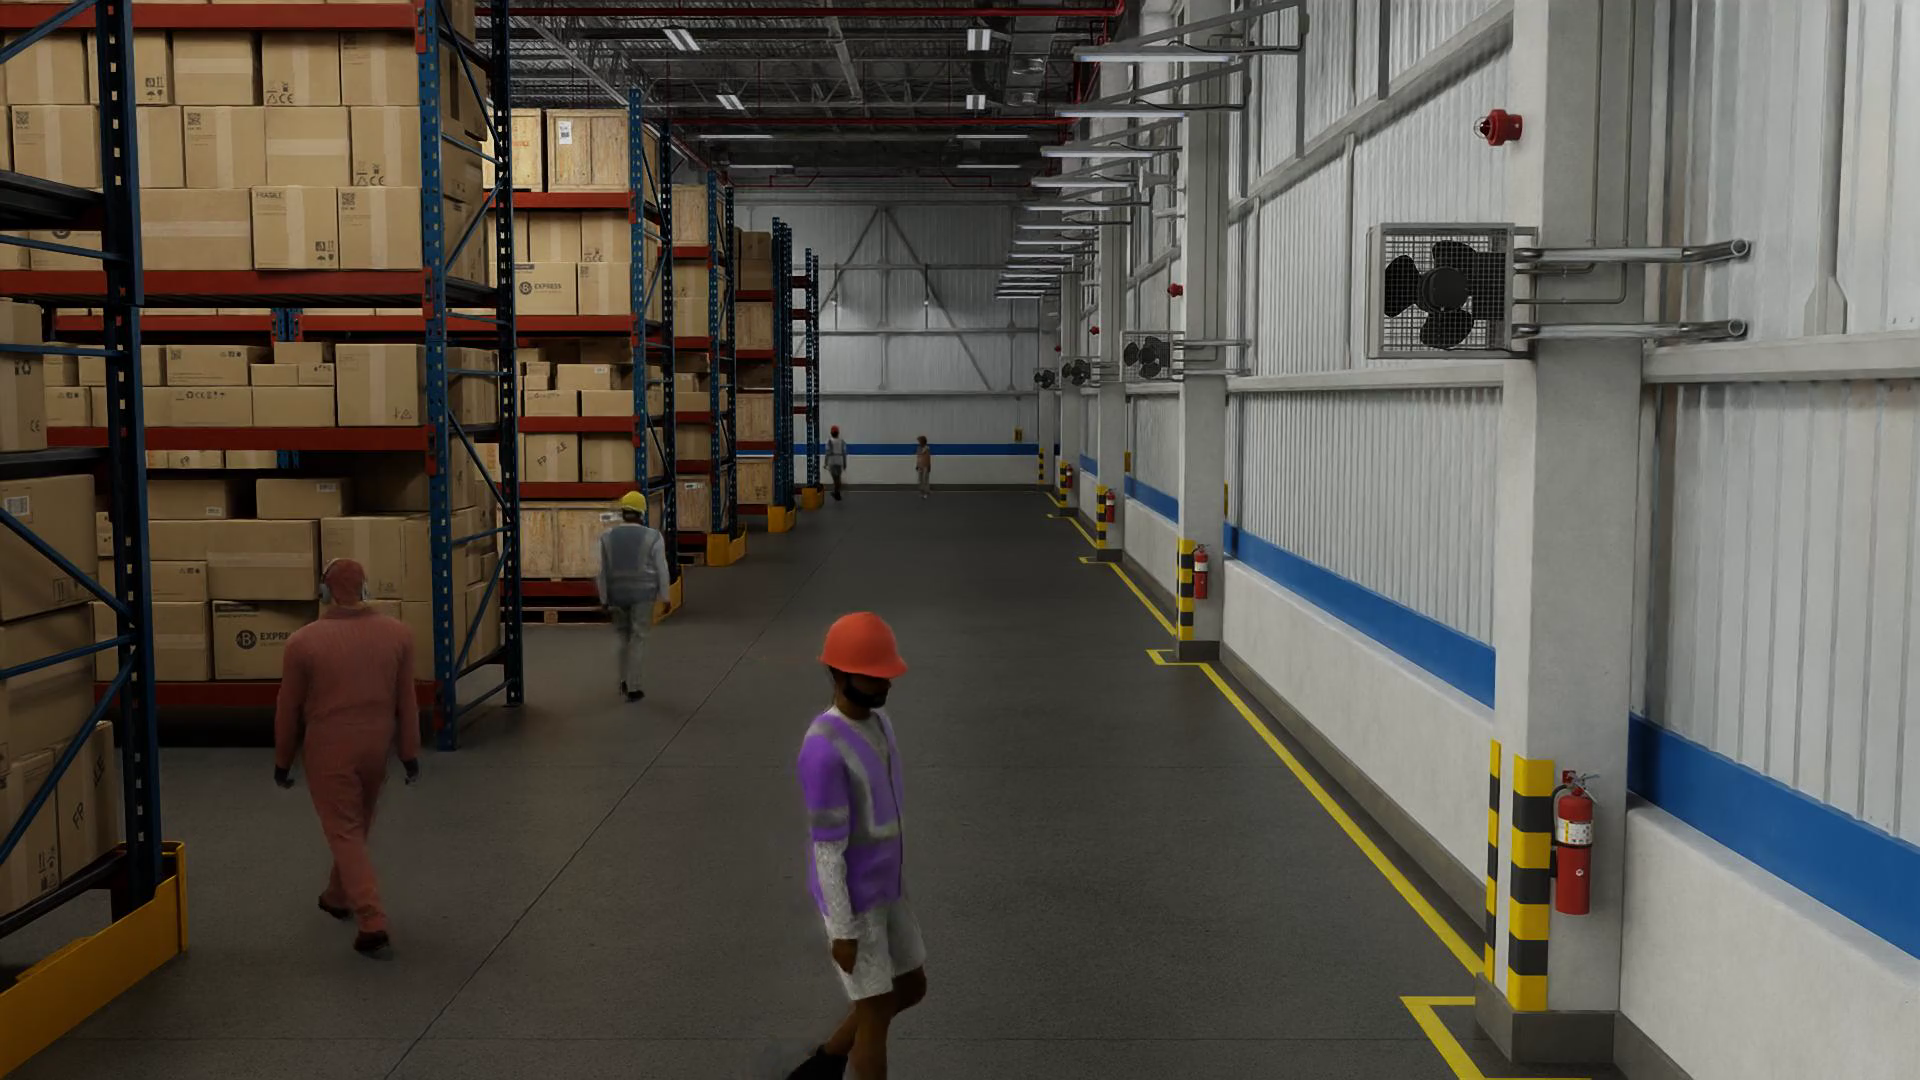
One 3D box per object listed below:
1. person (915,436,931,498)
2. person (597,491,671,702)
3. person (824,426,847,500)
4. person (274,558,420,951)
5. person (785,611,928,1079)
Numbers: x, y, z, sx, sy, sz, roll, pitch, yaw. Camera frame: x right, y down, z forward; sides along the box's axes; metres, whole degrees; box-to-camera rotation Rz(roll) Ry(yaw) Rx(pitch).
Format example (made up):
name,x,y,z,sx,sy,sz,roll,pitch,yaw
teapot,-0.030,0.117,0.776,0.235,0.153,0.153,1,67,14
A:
name,x,y,z,sx,sy,sz,roll,pitch,yaw
person,-0.964,-1.892,43.189,0.359,1.621,0.558,-4,6,-40
person,-2.807,0.480,14.488,0.591,1.807,0.691,1,5,12
person,-3.207,-1.959,42.441,0.545,1.882,0.985,-2,5,-24
person,-2.966,1.013,8.062,0.988,1.861,0.648,4,7,42
person,-0.314,1.184,5.622,0.588,1.920,0.582,2,5,21
